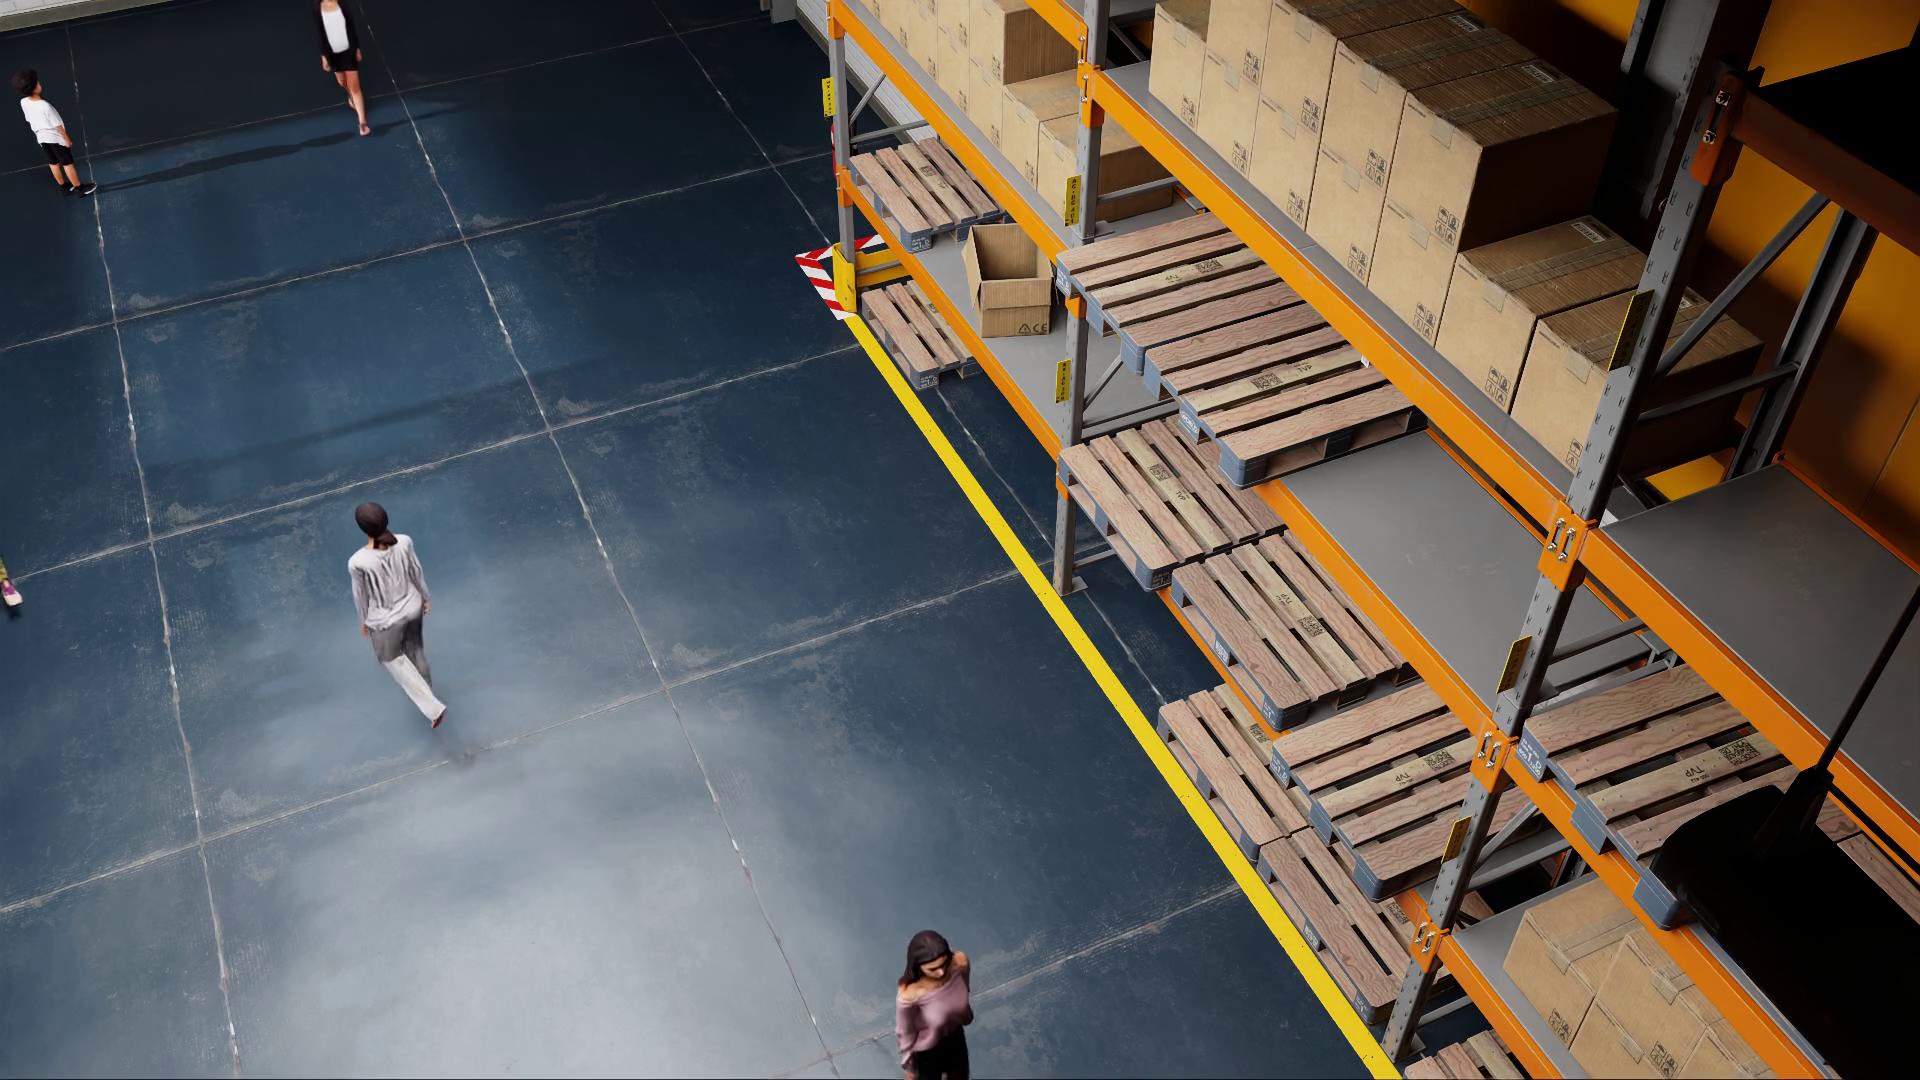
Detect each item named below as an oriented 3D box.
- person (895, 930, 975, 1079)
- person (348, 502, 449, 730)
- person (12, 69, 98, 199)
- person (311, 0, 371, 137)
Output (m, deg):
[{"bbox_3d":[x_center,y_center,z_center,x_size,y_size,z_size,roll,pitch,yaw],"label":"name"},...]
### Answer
[{"bbox_3d":[-0.185,2.476,8.389,0.695,1.802,0.795,-26,49,-25],"label":"person"},{"bbox_3d":[-3.517,0.508,10.486,0.772,1.758,0.941,-33,52,-30],"label":"person"},{"bbox_3d":[-8.374,-3.736,15.300,0.583,1.262,0.638,11,45,11],"label":"person"},{"bbox_3d":[-6.048,-4.796,16.219,0.654,1.530,1.067,-10,45,-11],"label":"person"}]
